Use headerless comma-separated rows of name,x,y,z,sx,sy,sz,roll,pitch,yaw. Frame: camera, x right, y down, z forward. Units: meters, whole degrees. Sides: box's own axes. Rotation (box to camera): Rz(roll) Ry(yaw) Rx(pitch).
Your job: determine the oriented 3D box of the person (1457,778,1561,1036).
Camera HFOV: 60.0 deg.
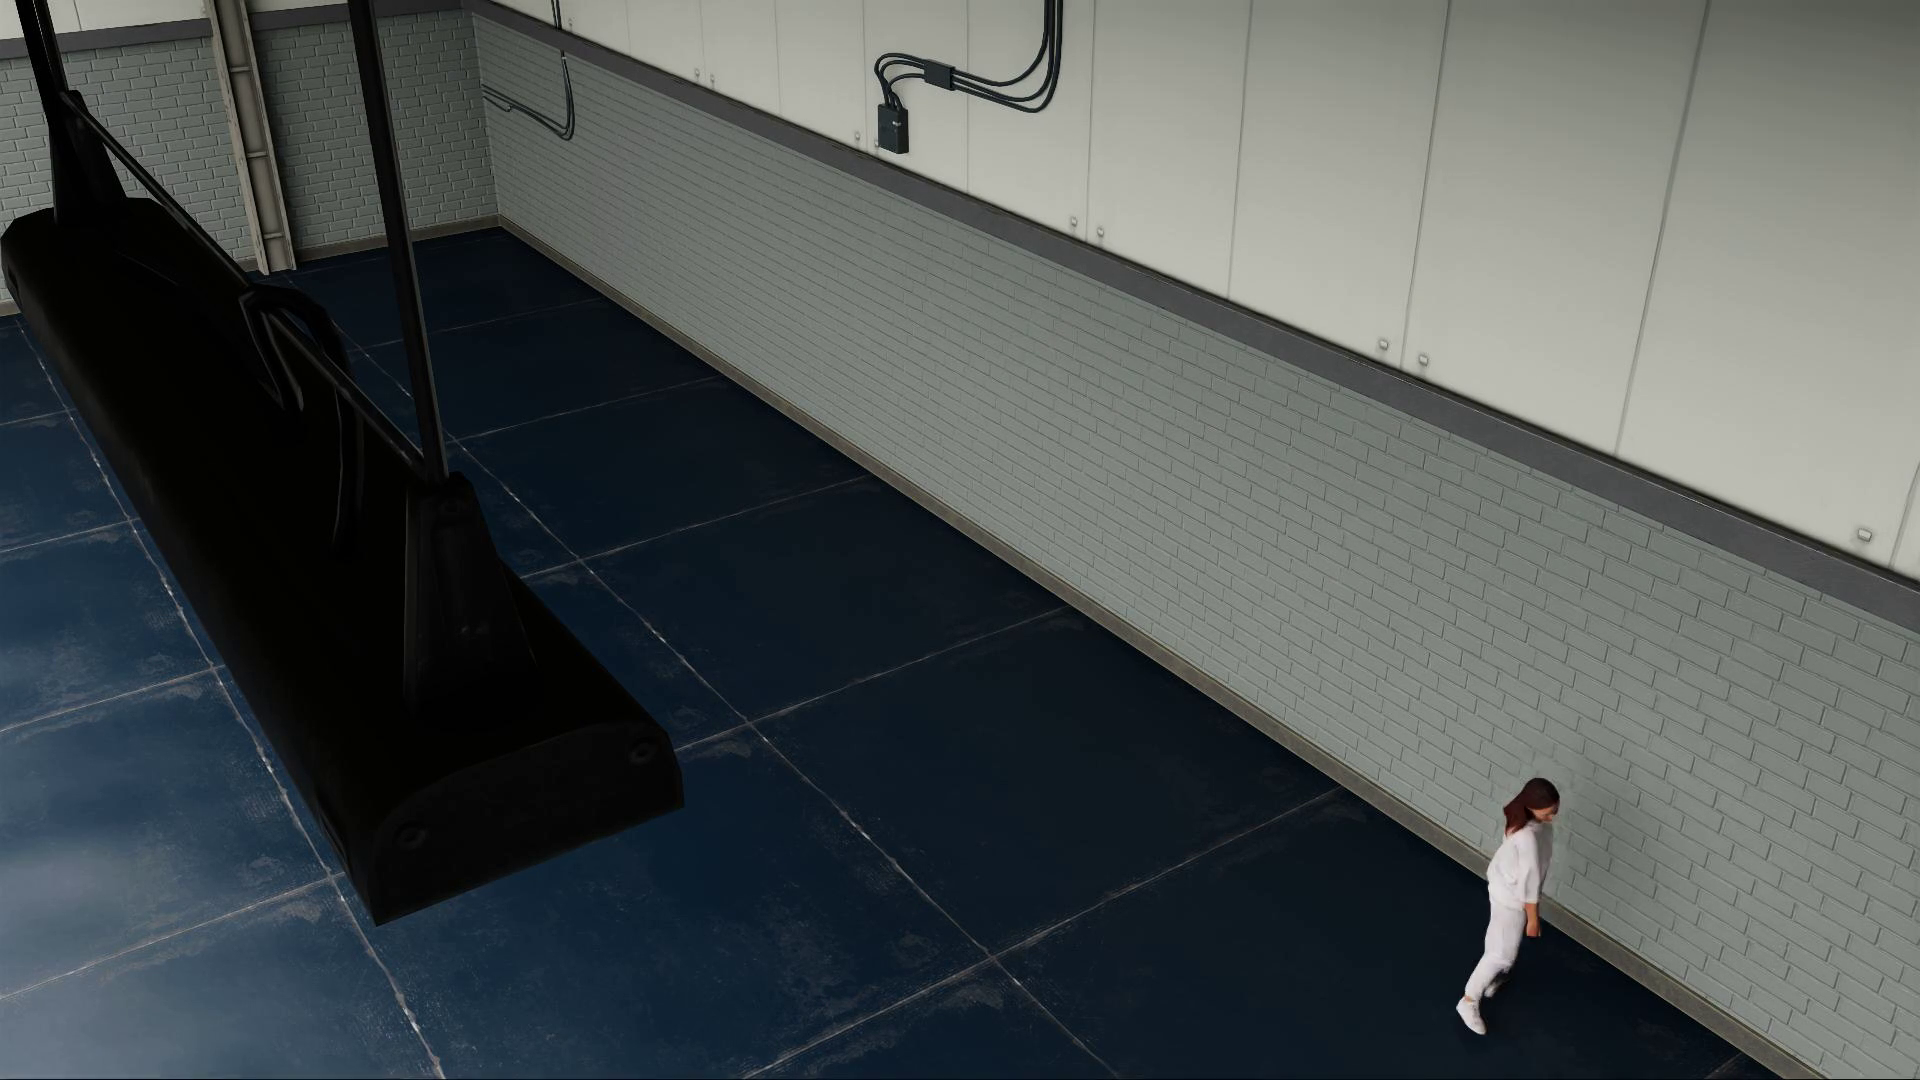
person,3.049,1.903,9.194,0.884,1.663,0.837,-3,28,-5
